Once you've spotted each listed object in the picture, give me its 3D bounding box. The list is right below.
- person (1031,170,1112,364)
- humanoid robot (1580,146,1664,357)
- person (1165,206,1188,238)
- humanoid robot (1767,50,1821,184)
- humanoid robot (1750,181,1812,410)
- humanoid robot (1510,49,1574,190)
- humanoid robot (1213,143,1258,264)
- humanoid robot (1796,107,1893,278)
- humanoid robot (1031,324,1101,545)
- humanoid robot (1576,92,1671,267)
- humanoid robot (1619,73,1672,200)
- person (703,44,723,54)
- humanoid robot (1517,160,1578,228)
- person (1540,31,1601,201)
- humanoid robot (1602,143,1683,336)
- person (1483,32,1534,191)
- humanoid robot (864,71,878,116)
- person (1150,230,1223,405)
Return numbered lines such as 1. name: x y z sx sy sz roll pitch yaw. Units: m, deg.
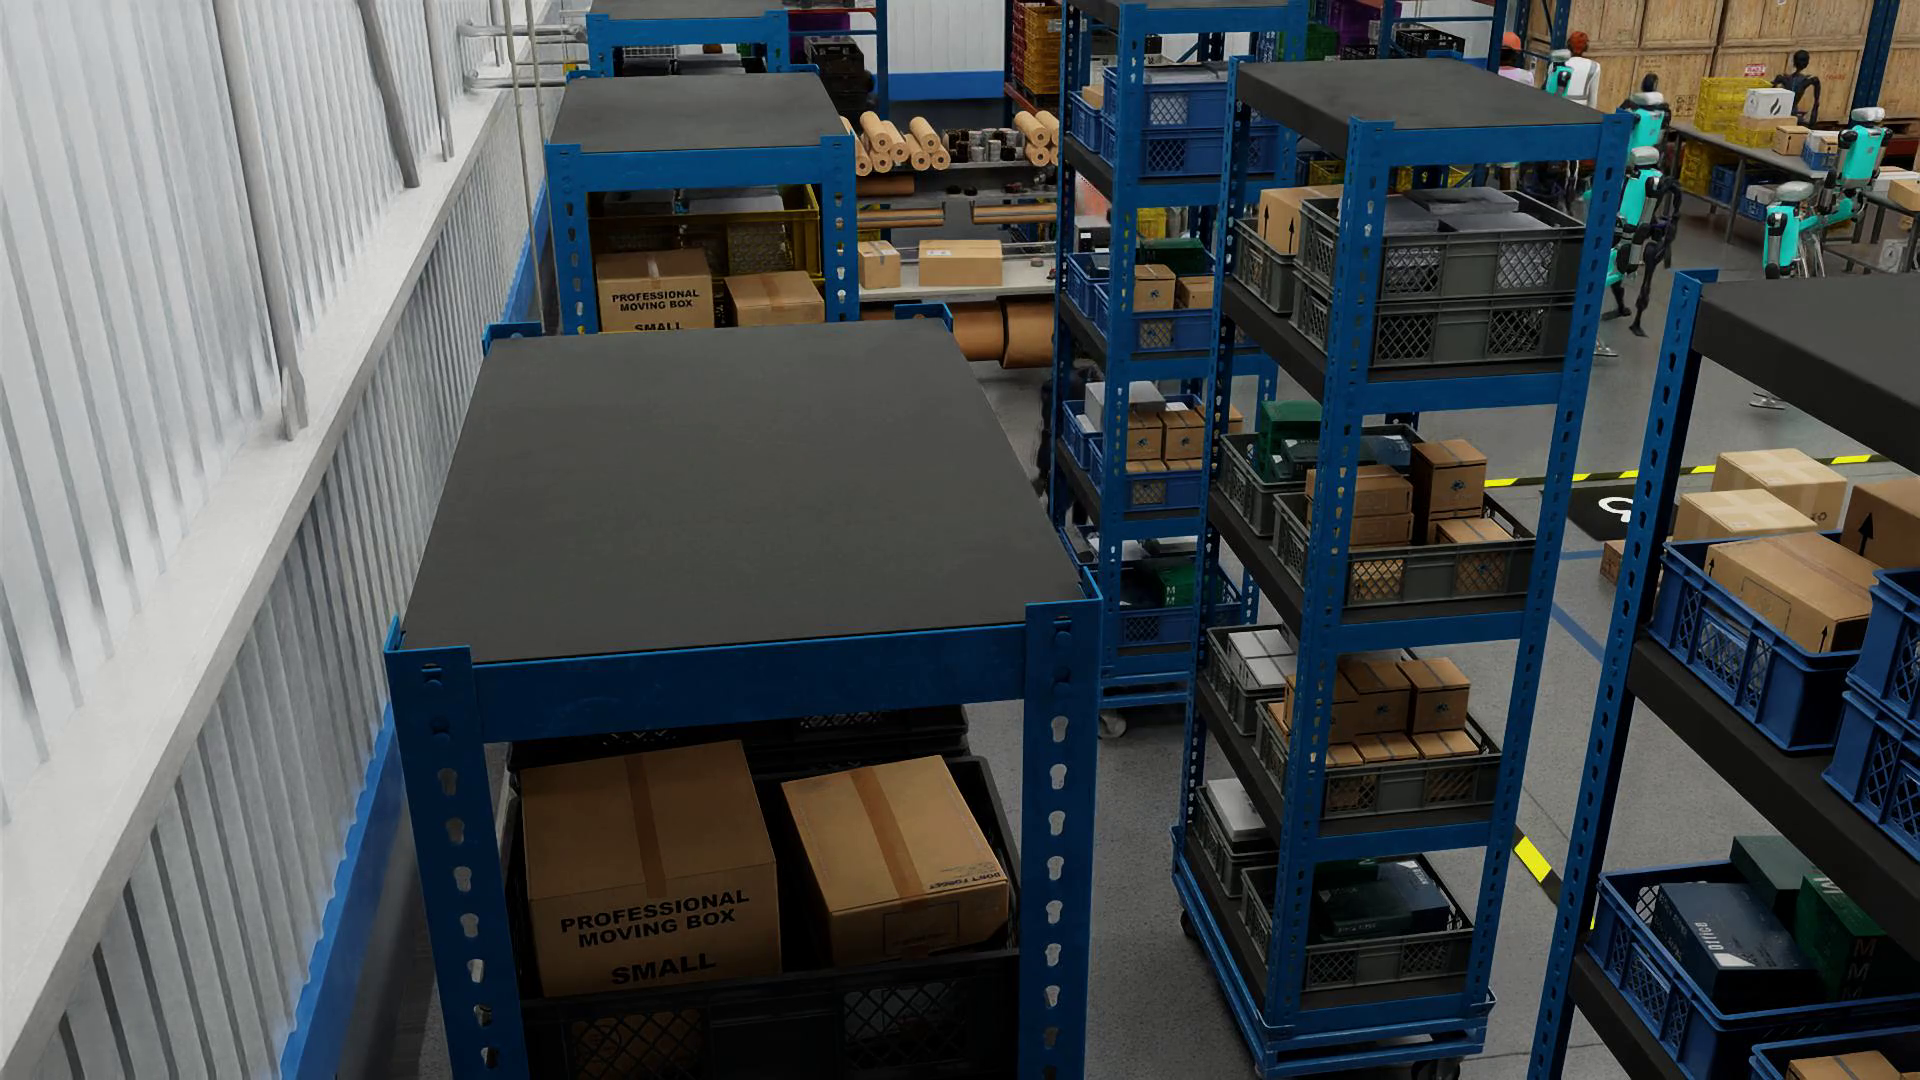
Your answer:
1. person: 0.913 -2.456 13.662 0.927 1.910 0.628 22 33 40
2. humanoid robot: 5.185 -2.328 13.441 0.735 1.677 0.533 0 25 0
3. person: 2.125 -3.647 16.354 0.404 1.832 0.590 20 31 37
4. humanoid robot: 9.318 -4.654 18.736 0.612 1.647 0.463 19 31 35
5. humanoid robot: 6.204 -1.769 12.232 0.735 1.672 0.533 16 29 31
6. humanoid robot: 6.245 -4.459 18.225 0.697 1.796 0.529 5 25 10
7. humanoid robot: 2.470 -2.874 14.882 0.535 1.872 0.744 -3 25 -6
8. humanoid robot: 7.975 -3.159 15.248 0.533 1.677 0.735 -8 26 -16
9. humanoid robot: 0.651 -0.411 9.507 0.417 1.638 0.609 18 30 35
10. humanoid robot: 6.405 -3.515 16.225 0.554 1.746 1.053 -12 27 -24
11. humanoid robot: 7.189 -4.129 17.622 0.599 1.628 0.701 10 27 21
12. person: -2.675 -4.550 18.308 0.625 1.844 0.429 -21 32 -37
13. humanoid robot: 5.371 -3.043 15.269 0.613 1.625 0.735 -3 25 -6
14. person: 6.830 -4.747 18.691 0.570 1.877 0.338 4 25 10
15. humanoid robot: 5.875 -2.596 14.264 0.594 1.646 0.449 22 33 39
16. person: 5.652 -4.277 17.485 0.604 2.035 0.389 6 25 13
17. humanoid robot: -0.976 -4.165 17.690 0.598 1.631 0.695 -21 32 -38
18. person: 1.461 -1.096 10.793 0.587 1.847 0.400 -4 25 -8
